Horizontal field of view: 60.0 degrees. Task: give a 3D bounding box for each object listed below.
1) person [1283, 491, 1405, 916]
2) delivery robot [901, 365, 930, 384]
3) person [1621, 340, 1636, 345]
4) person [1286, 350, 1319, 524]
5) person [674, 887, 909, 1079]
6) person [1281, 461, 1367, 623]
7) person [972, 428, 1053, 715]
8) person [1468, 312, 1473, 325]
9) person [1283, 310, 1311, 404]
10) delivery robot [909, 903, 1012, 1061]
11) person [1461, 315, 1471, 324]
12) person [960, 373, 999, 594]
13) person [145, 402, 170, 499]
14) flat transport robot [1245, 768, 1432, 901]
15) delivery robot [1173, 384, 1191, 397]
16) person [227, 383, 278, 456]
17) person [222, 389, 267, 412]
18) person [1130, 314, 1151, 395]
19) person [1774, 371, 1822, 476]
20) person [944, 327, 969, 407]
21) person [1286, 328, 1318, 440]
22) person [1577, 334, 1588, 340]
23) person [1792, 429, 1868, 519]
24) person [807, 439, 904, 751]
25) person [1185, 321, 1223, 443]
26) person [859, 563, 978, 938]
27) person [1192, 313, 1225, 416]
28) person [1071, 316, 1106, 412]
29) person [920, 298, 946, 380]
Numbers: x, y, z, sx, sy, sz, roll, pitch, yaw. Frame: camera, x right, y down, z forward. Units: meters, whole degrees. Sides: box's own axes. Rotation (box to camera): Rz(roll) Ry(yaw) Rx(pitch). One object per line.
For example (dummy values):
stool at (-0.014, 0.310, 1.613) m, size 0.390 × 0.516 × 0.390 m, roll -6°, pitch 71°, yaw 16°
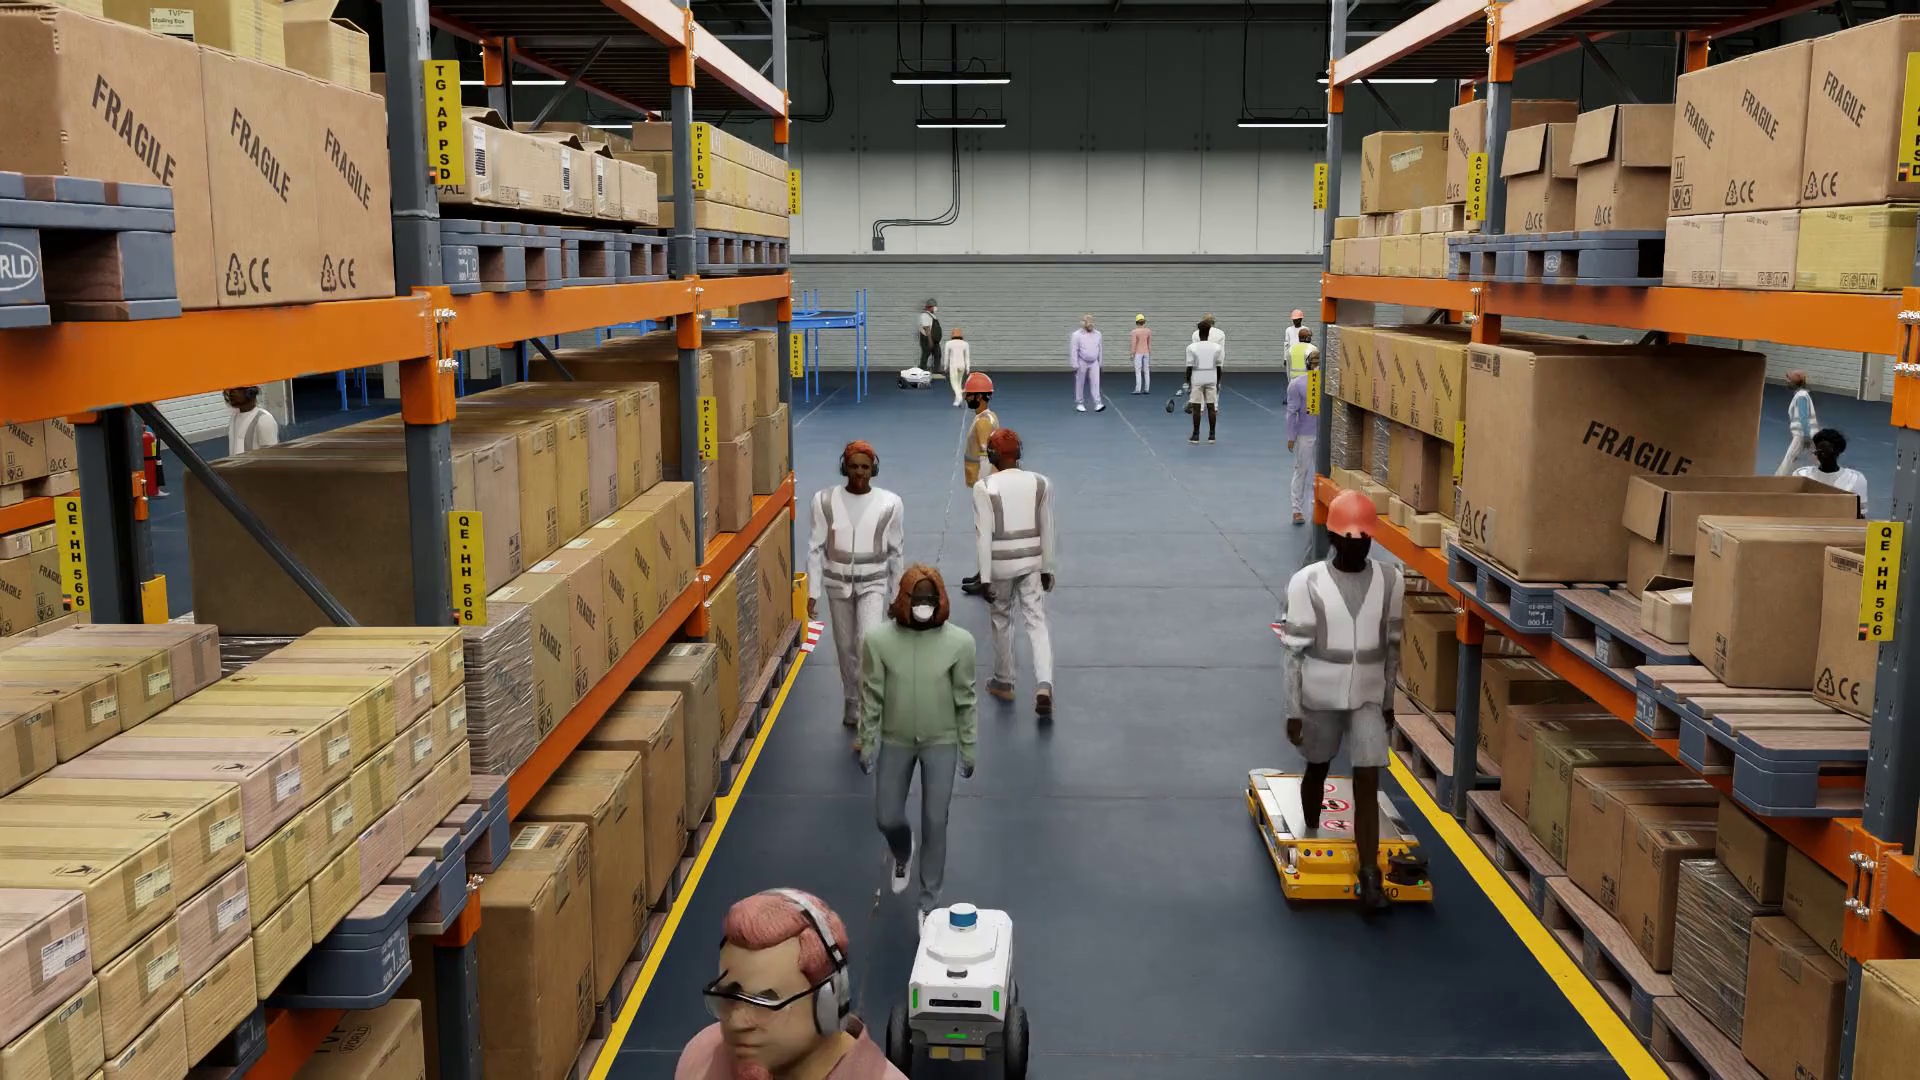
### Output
person at (1.735, 0.716, 7.509) m, size 0.568 × 1.883 × 0.984 m, roll 0°, pitch 9°, yaw -1°
delivery robot at (-1.031, -3.804, 38.420) m, size 0.707 × 0.478 × 0.477 m, roll 9°, pitch 13°, yaw 42°
person at (9.213, -1.838, 22.953) m, size 0.347 × 1.841 × 0.505 m, roll 9°, pitch 13°, yaw 42°
person at (3.939, -1.147, 18.519) m, size 0.635 × 1.939 × 0.361 m, roll -2°, pitch 10°, yaw -11°
person at (-0.294, 1.497, 2.777) m, size 0.653 × 1.907 × 0.408 m, roll 8°, pitch 13°, yaw 41°
person at (3.030, -0.222, 13.194) m, size 1.018 × 1.868 × 0.601 m, roll -1°, pitch 10°, yaw -7°
person at (0.386, 0.193, 10.824) m, size 0.595 × 1.843 × 0.957 m, roll -4°, pitch 10°, yaw -23°
person at (12.224, -4.670, 40.278) m, size 0.641 × 1.723 × 0.535 m, roll -3°, pitch 10°, yaw -15°
person at (6.895, -3.747, 34.098) m, size 0.551 × 1.936 × 0.357 m, roll 6°, pitch 11°, yaw 31°
delivery robot at (0.010, 1.585, 6.138) m, size 0.477 × 0.478 × 0.707 m, roll 1°, pitch 10°, yaw 4°
person at (12.160, -4.584, 40.035) m, size 0.339 × 1.633 × 0.533 m, roll 0°, pitch 9°, yaw -3°
person at (0.169, -0.509, 14.699) m, size 0.356 × 1.936 × 0.551 m, roll 0°, pitch 9°, yaw 3°
person at (-10.118, -1.429, 20.483) m, size 0.564 × 1.846 × 0.391 m, roll 4°, pitch 10°, yaw 22°
flat transport robot at (1.835, 1.426, 8.220) m, size 0.652 × 0.197 × 1.431 m, roll 0°, pitch 9°, yaw 2°
delivery robot at (4.392, -2.933, 32.425) m, size 0.335 × 0.223 × 0.698 m, roll 6°, pitch 12°, yaw 34°
person at (-5.956, -0.440, 13.970) m, size 0.605 × 2.045 × 0.387 m, roll 8°, pitch 12°, yaw 39°
person at (-6.274, -0.466, 14.583) m, size 0.782 × 1.893 × 0.700 m, roll 0°, pitch 9°, yaw -3°
person at (3.979, -4.099, 36.725) m, size 0.526 × 1.765 × 0.329 m, roll -6°, pitch 11°, yaw -30°
person at (10.292, -1.276, 20.374) m, size 0.904 × 1.575 × 0.583 m, roll 5°, pitch 11°, yaw 27°
person at (-0.037, -3.476, 33.473) m, size 0.498 × 1.606 × 0.730 m, roll -4°, pitch 10°, yaw -22°
person at (5.620, -2.539, 27.146) m, size 0.429 × 1.846 × 0.627 m, roll -9°, pitch 13°, yaw -42°
person at (10.687, -2.710, 28.689) m, size 0.532 × 1.664 × 0.793 m, roll 0°, pitch 9°, yaw 2°
person at (6.365, 0.023, 12.255) m, size 0.552 × 1.688 × 0.337 m, roll 8°, pitch 12°, yaw 39°
person at (-0.632, 0.295, 10.189) m, size 0.575 × 1.843 × 0.978 m, roll 1°, pitch 10°, yaw 4°
person at (3.925, -2.546, 26.816) m, size 0.613 × 1.963 × 0.362 m, roll -1°, pitch 10°, yaw -8°
person at (-0.177, 0.887, 7.250) m, size 0.521 × 1.617 × 0.504 m, roll 0°, pitch 9°, yaw 0°
person at (4.716, -3.338, 31.648) m, size 0.631 × 1.940 × 0.372 m, roll 0°, pitch 9°, yaw -3°
person at (2.499, -3.394, 32.198) m, size 0.677 × 1.857 × 0.964 m, roll -3°, pitch 10°, yaw -18°
person at (-0.663, -4.950, 41.122) m, size 0.757 × 2.000 × 0.689 m, roll 3°, pitch 10°, yaw 19°
